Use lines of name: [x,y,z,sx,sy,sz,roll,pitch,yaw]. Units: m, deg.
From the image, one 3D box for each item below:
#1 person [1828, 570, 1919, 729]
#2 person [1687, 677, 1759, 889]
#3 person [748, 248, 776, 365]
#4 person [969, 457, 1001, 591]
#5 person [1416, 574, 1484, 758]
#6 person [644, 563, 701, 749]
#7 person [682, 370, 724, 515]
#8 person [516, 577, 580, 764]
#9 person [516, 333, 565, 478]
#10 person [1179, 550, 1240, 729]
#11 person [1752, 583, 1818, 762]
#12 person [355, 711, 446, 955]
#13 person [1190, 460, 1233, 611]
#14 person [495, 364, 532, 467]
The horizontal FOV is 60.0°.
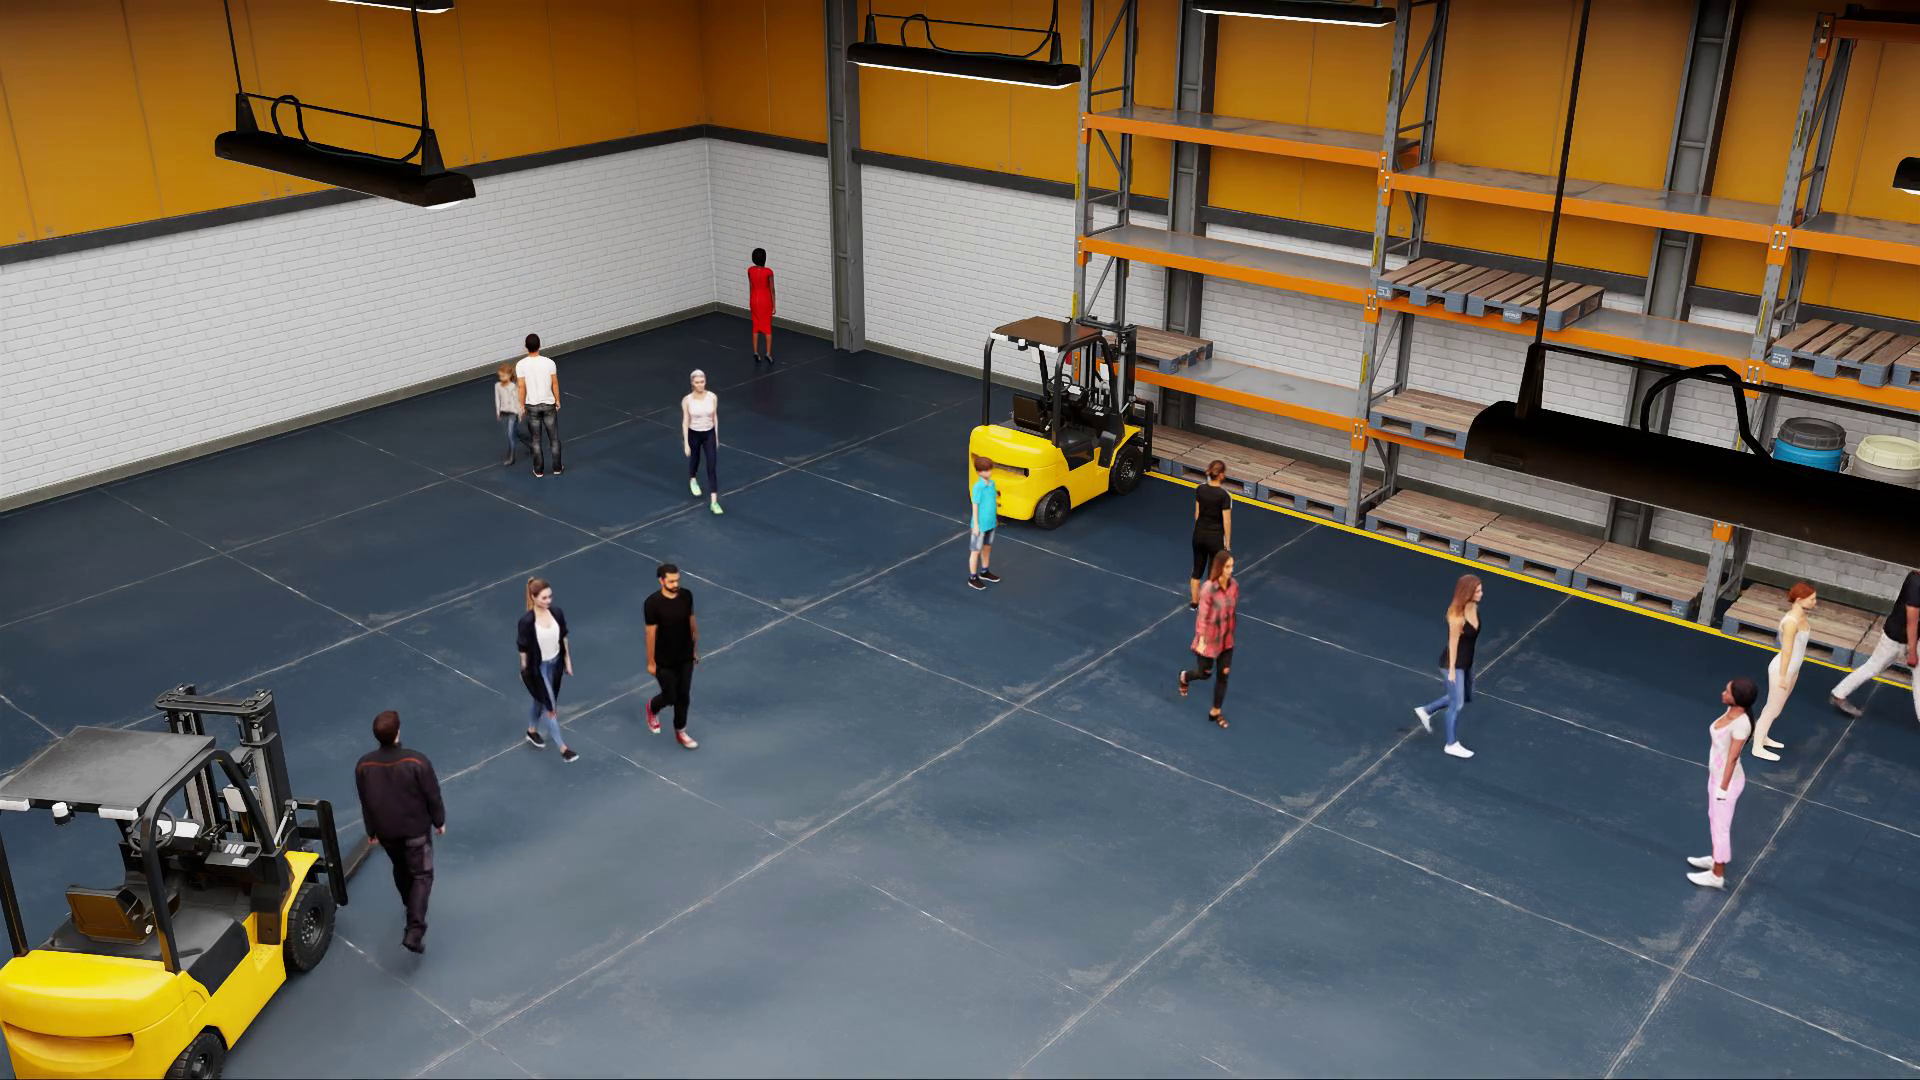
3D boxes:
person: [8.308,0.863,14.829,1.257,1.749,0.658,19,30,37]
person: [5.831,1.825,12.640,0.646,1.740,0.635,7,24,15]
person: [-2.970,-3.494,24.807,0.584,1.740,0.692,5,24,12]
person: [0.245,-0.212,17.664,0.474,1.448,0.513,18,29,35]
person: [4.263,1.053,14.441,0.824,1.712,0.603,17,29,33]
person: [-2.559,0.981,14.566,0.686,1.744,0.831,-19,30,-37]
person: [-3.094,-1.206,19.681,0.975,1.655,1.285,-11,26,-23]
person: [-3.676,1.084,14.449,1.026,1.649,0.624,21,31,39]
person: [-5.199,-1.676,20.570,0.718,1.803,0.727,-7,25,-16]
person: [2.233,0.857,14.921,0.774,1.686,0.956,-14,27,-29]
person: [7.113,1.121,14.372,0.476,1.643,0.539,17,29,34]
person: [-4.004,2.108,11.903,1.187,1.811,1.224,-1,24,-1]
person: [2.547,-0.029,16.972,0.471,1.668,0.645,21,31,39]
person: [-5.660,-1.617,21.068,0.859,1.297,0.740,8,25,17]
